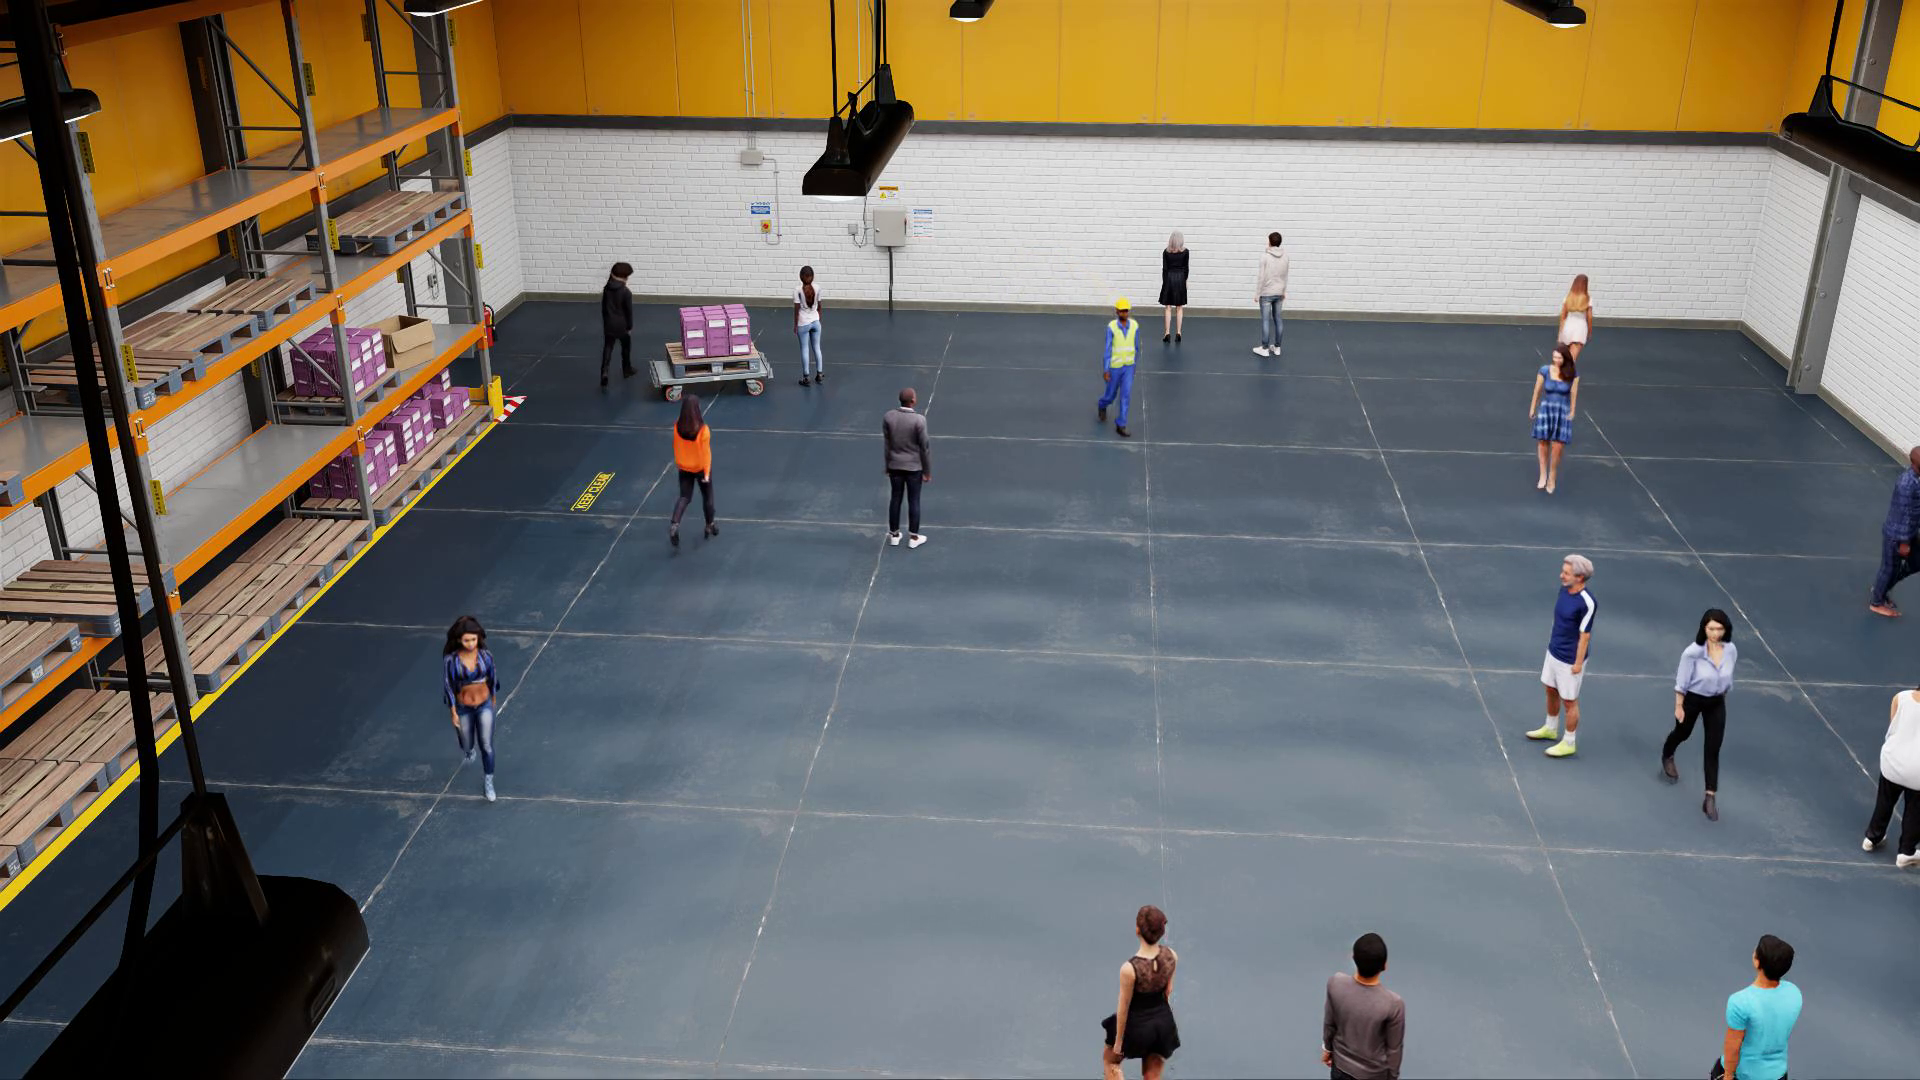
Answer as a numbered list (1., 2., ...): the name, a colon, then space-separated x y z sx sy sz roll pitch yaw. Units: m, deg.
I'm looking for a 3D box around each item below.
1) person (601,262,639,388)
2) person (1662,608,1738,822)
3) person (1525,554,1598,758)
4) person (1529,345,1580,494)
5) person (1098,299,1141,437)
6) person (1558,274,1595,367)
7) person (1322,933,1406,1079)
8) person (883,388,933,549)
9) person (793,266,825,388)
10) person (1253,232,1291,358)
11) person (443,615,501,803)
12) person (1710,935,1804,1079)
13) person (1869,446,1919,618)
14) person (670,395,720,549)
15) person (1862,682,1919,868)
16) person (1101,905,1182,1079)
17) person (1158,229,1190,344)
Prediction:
1. person: -4.862 -3.015 23.407 0.831 1.734 1.183 4 24 9
2. person: 5.968 1.330 13.524 0.741 1.688 1.181 -1 24 -3
3. person: 5.185 0.967 14.173 0.752 1.834 0.591 -5 24 -12
4. person: 7.067 -1.459 19.776 0.814 1.790 0.868 13 27 27
5. person: 2.058 -2.276 21.643 0.907 1.793 1.118 -7 25 -16
6. person: 8.487 -2.804 23.030 0.982 1.649 1.222 16 28 31
7. person: 2.282 3.026 9.546 0.705 1.766 0.716 12 27 26
8. person: -0.597 -0.793 18.223 0.768 1.814 0.679 8 25 18
9. person: -2.132 -3.031 23.462 0.672 1.719 0.705 -14 27 -28
10. person: 4.645 -3.663 24.742 0.756 1.852 0.742 -9 25 -20
11. person: -3.984 1.353 13.581 0.829 1.599 0.958 -10 26 -22
12. person: 4.562 3.093 9.441 0.762 1.727 1.220 -2 24 -6
13. person: 9.357 -0.105 16.657 0.791 1.807 0.850 -19 30 -37
14. person: -2.958 -0.729 18.184 0.841 1.728 1.133 10 25 21
15. person: 7.293 1.684 12.717 0.819 1.686 0.755 -18 29 -35
16. person: 1.138 2.943 9.864 0.782 1.664 0.859 -13 27 -26
17. person: 3.272 -3.877 25.363 0.628 1.747 0.598 -1 24 -2
